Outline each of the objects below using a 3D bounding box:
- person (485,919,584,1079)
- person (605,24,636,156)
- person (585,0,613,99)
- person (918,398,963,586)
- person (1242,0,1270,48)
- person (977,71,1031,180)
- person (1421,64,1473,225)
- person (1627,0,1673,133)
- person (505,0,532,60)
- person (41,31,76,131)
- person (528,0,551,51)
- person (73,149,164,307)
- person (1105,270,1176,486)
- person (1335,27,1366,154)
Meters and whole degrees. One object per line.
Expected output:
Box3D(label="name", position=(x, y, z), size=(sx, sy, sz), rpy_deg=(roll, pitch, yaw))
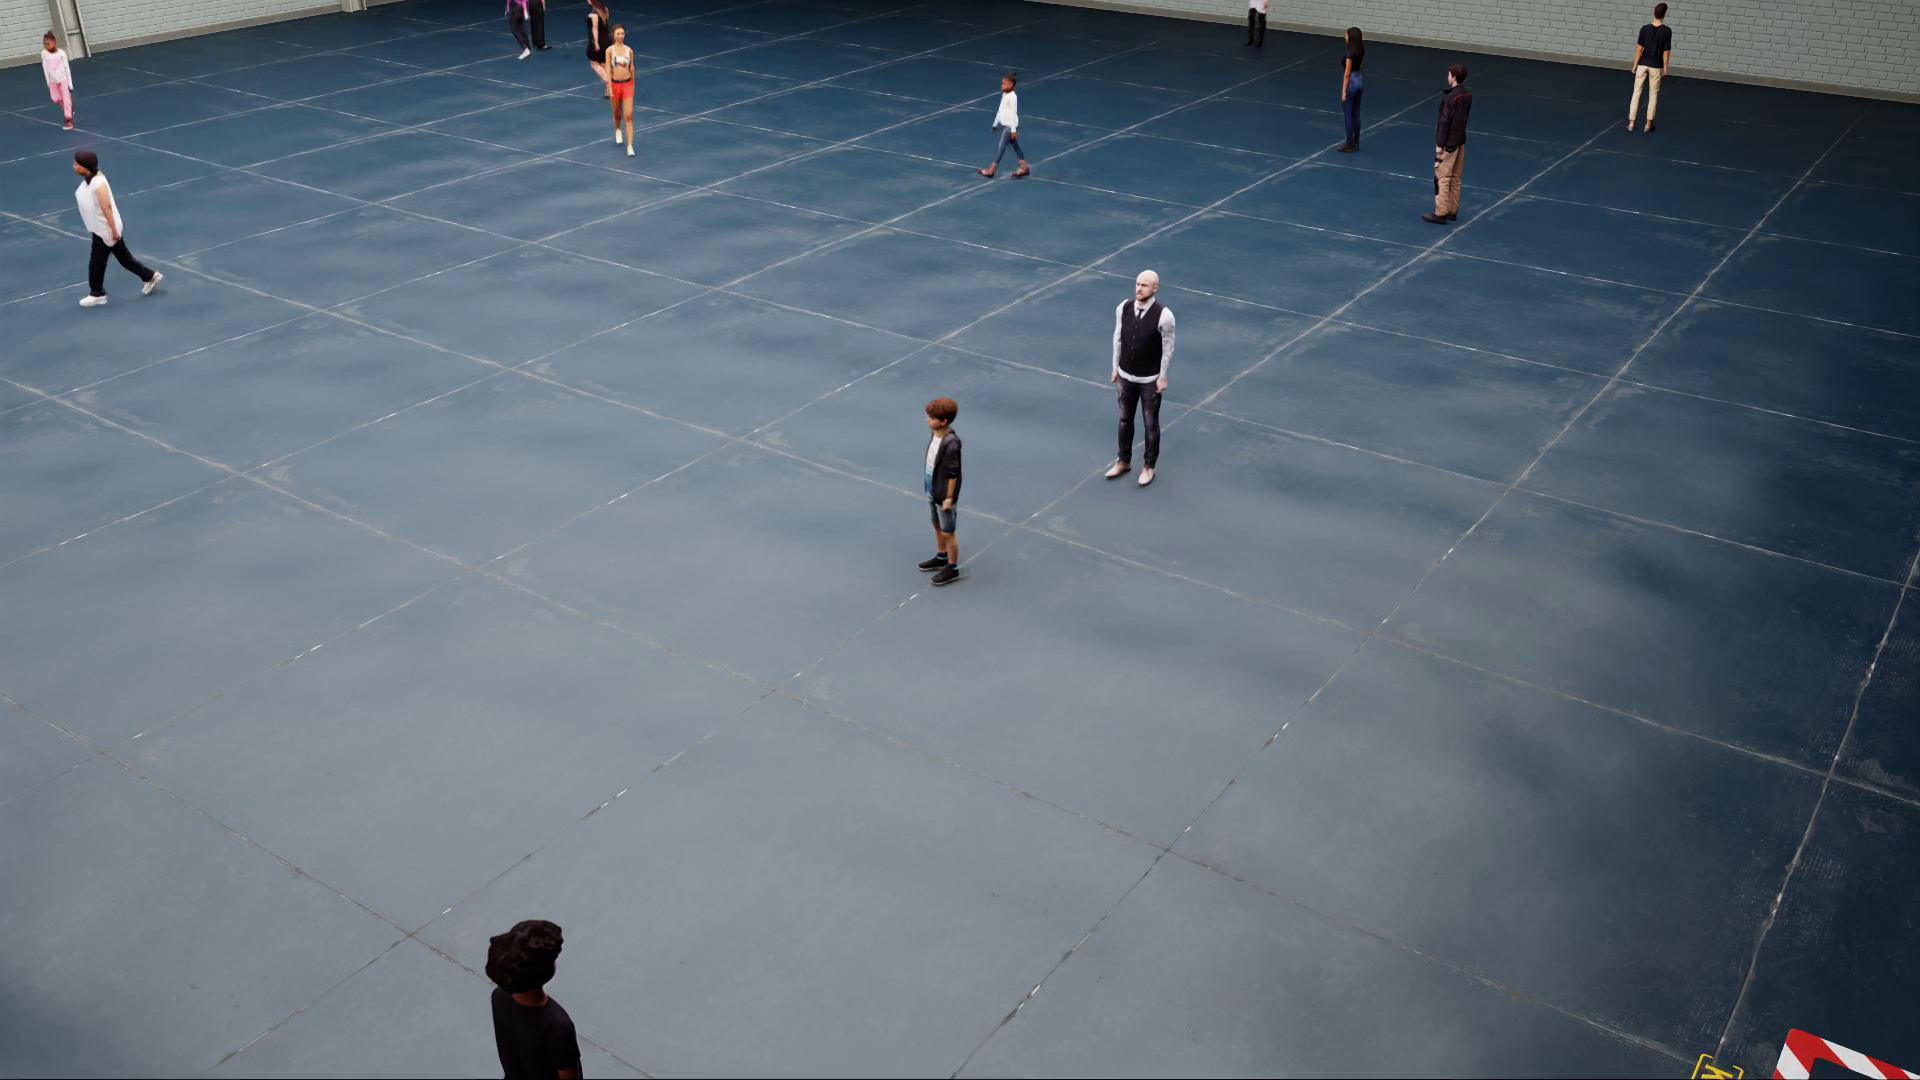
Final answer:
Box3D(label="person", position=(-1.690, 2.288, 6.732), size=(0.571, 1.794, 0.542), rpy_deg=(18, 32, 31))
Box3D(label="person", position=(-4.848, -6.424, 23.684), size=(1.083, 1.763, 1.059), rpy_deg=(-8, 28, -15))
Box3D(label="person", position=(-5.680, -7.938, 26.689), size=(0.808, 1.704, 0.732), rpy_deg=(8, 28, 15))
Box3D(label="person", position=(-0.130, -0.378, 12.290), size=(0.656, 1.446, 0.622), rpy_deg=(-10, 29, -19))
Box3D(label="person", position=(5.514, -9.914, 30.451), size=(0.771, 1.773, 0.735), rpy_deg=(-17, 32, -29))
Box3D(label="person", position=(0.726, -5.569, 22.394), size=(1.032, 1.423, 0.938), rpy_deg=(-6, 28, -12))
Box3D(label="person", position=(6.066, -4.888, 20.529), size=(0.580, 1.922, 0.786), rpy_deg=(-24, 36, -39))
Box3D(label="person", position=(10.293, -7.048, 24.791), size=(0.656, 1.859, 0.543), rpy_deg=(15, 31, 26))
Box3D(label="person", position=(-7.757, -9.422, 29.543), size=(0.731, 1.729, 0.690), rpy_deg=(-12, 30, -23))
Box3D(label="person", position=(-13.516, -6.932, 25.026), size=(0.772, 1.439, 0.849), rpy_deg=(0, 27, 0))
Box3D(label="person", position=(-7.763, -9.805, 30.428), size=(0.574, 1.600, 0.533), rpy_deg=(20, 33, 34))
Box3D(label="person", position=(-9.135, -3.370, 17.870), size=(1.195, 1.657, 0.980), rpy_deg=(-13, 30, -23))
Box3D(label="person", position=(1.501, -1.356, 13.776), size=(0.687, 1.824, 0.591), rpy_deg=(16, 31, 28))
Box3D(label="person", position=(5.601, -6.416, 23.706), size=(0.639, 1.730, 0.527), rpy_deg=(23, 35, 38))
